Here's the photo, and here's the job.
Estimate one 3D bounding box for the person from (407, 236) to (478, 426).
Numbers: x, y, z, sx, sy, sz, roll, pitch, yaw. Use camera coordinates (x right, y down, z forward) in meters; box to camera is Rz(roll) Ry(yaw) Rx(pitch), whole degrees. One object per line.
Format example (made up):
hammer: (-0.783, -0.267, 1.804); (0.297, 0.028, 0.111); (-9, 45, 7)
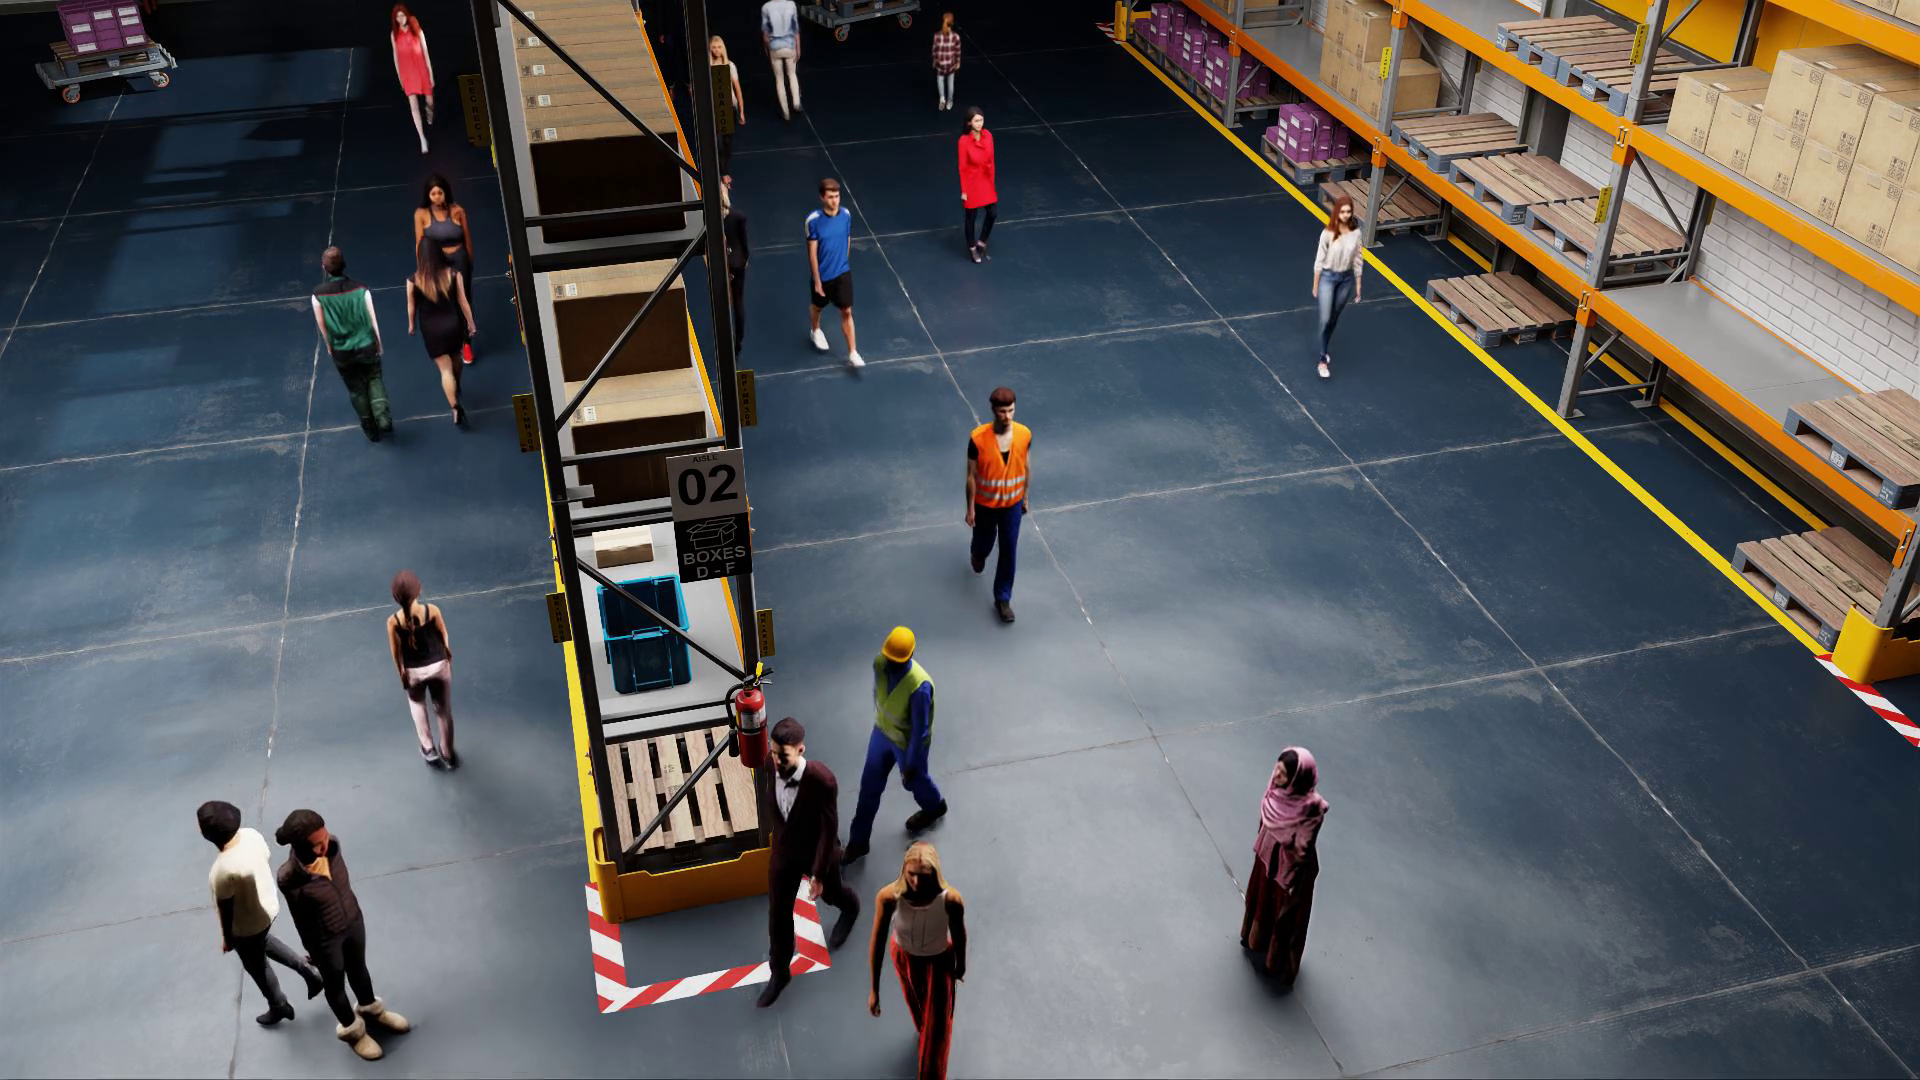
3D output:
person: (-4.607, -1.824, 14.896); (0.845, 1.663, 1.129); (-16, 37, -23)

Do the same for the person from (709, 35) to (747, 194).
person: (-2.828, -5.067, 19.657); (0.662, 1.794, 1.056); (-10, 35, -15)

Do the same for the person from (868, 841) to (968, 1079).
person: (-0.187, 2.186, 8.785); (1.004, 1.749, 1.318); (6, 34, 9)

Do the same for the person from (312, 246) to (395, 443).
person: (-5.275, -1.646, 14.479); (0.694, 1.829, 0.767); (-13, 36, -18)

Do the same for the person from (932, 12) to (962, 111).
person: (-0.186, -6.291, 21.950); (0.627, 1.295, 0.747); (0, 34, 0)

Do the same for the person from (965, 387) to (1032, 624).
person: (0.256, -0.335, 12.466); (0.685, 1.874, 1.019); (-8, 34, -11)

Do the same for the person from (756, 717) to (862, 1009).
person: (-0.830, 1.706, 9.432); (1.130, 1.833, 1.230); (16, 37, 22)

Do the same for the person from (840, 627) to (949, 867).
person: (-0.292, 1.199, 10.260); (1.144, 1.760, 1.211); (-26, 41, -33)

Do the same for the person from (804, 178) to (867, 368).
person: (-1.291, -2.582, 15.893); (0.854, 1.822, 1.293); (-17, 37, -24)

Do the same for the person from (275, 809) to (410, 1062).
person: (-3.393, 2.085, 9.013); (0.763, 1.665, 0.702); (-14, 36, -20)

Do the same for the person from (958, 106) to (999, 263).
person: (0.128, -3.820, 17.832); (0.727, 1.738, 0.734); (-20, 39, -28)

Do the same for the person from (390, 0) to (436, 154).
person: (-6.762, -5.778, 20.714); (0.628, 1.808, 1.004); (-6, 34, -9)

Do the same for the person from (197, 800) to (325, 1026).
person: (-3.808, 2.068, 9.119); (0.757, 1.577, 0.698); (1, 34, 2)

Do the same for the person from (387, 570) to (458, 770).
person: (-3.490, 0.892, 10.912); (0.540, 1.550, 0.577); (-13, 36, -19)

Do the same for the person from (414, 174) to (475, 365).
person: (-4.963, -2.681, 16.081); (0.678, 1.779, 1.194); (-9, 35, -13)

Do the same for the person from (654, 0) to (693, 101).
person: (-3.796, -6.831, 22.290); (0.679, 1.817, 0.570); (-9, 35, -14)

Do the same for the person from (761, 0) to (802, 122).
person: (-2.293, -6.310, 21.491); (0.640, 1.834, 0.675); (-7, 34, -10)

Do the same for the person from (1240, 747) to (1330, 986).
person: (1.856, 1.807, 9.468); (0.763, 1.624, 0.568); (-12, 36, -18)

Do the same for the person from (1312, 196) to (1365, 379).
person: (3.552, -2.480, 15.844); (0.640, 1.707, 0.897); (-5, 34, -8)

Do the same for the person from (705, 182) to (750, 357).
person: (-2.205, -2.570, 16.009); (0.640, 1.673, 0.952); (-9, 35, -14)
